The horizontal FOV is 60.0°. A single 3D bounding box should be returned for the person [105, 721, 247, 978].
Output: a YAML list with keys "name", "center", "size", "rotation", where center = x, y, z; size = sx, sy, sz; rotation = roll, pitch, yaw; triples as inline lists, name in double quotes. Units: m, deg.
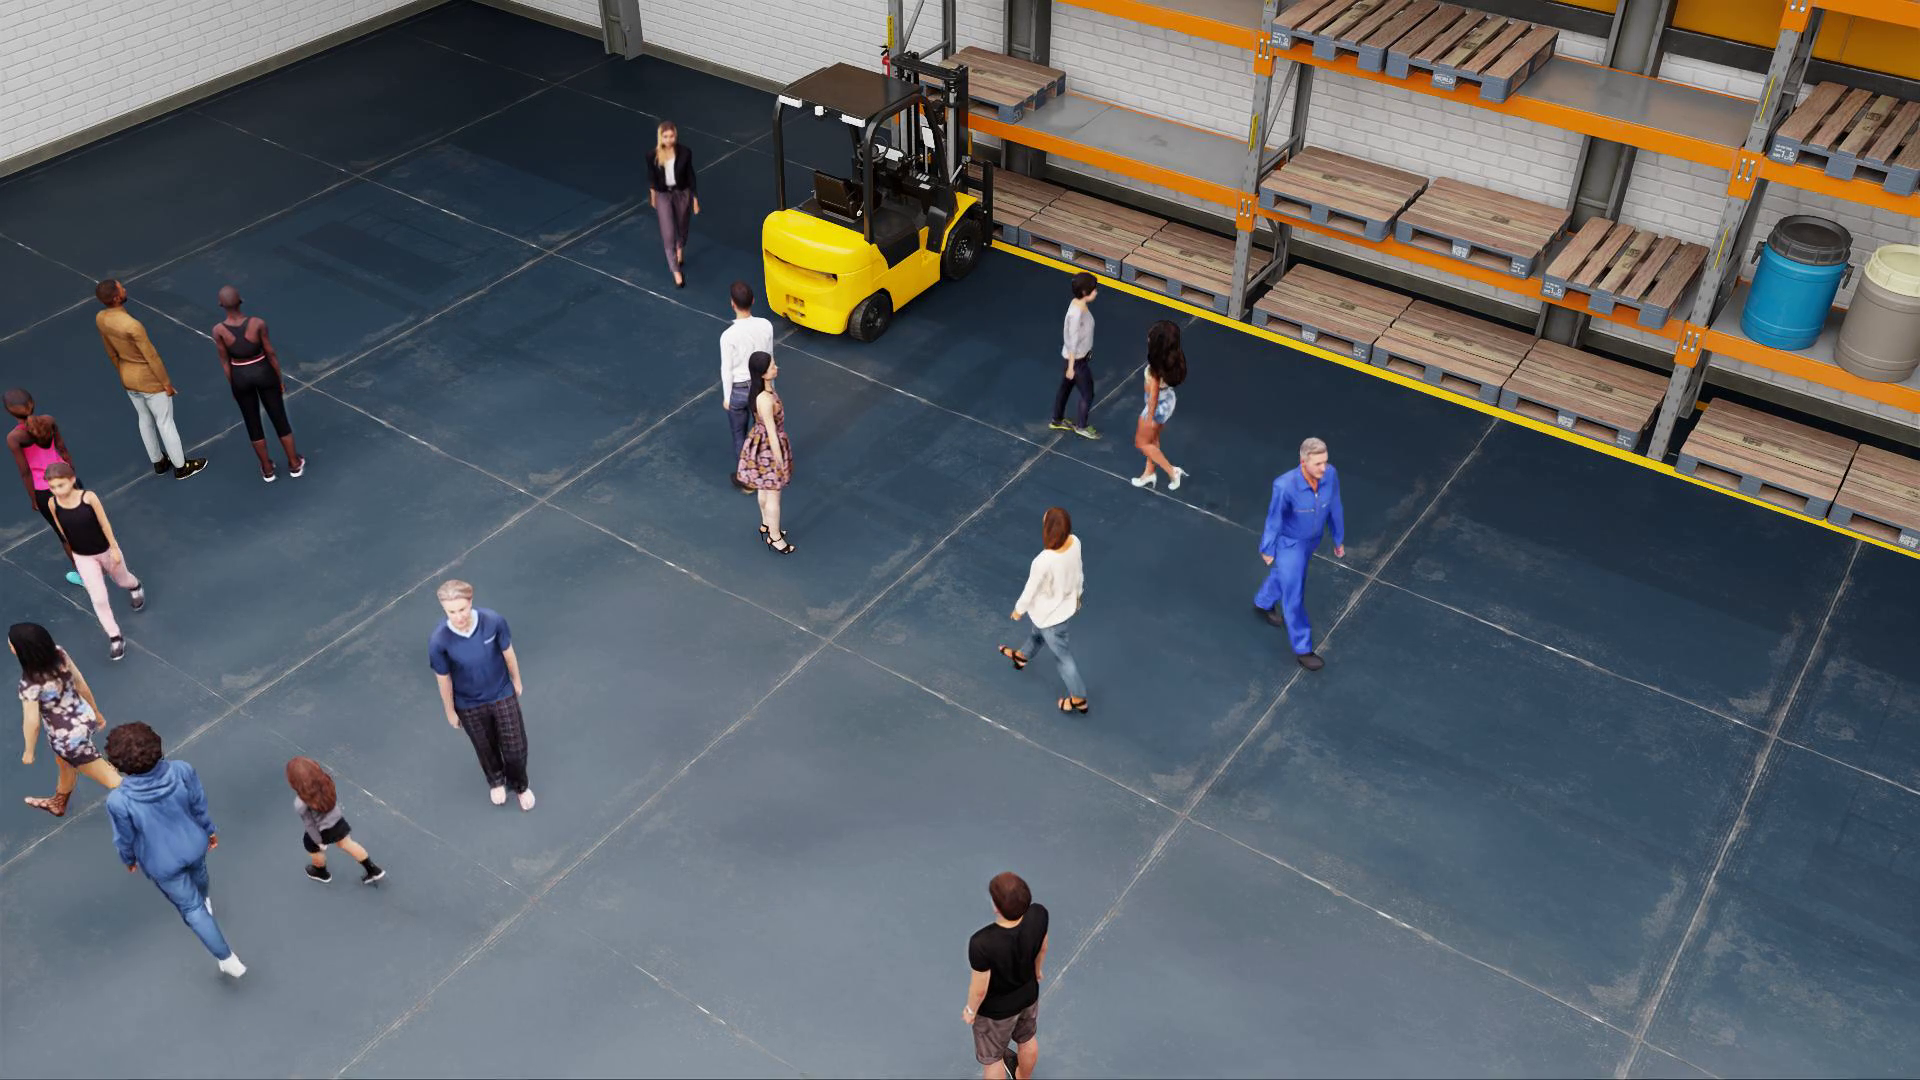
- name: "person"
  center: [-4.494, 1.814, 9.565]
  size: [1.180, 1.782, 0.799]
  rotation: [30, 48, 32]

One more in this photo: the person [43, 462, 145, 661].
- name: "person"
  center: [-6.205, 0.046, 11.977]
  size: [0.912, 1.535, 1.072]
  rotation: [-12, 40, -14]

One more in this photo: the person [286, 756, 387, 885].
- name: "person"
  center: [-3.864, 1.739, 10.217]
  size: [0.818, 1.086, 0.599]
  rotation: [12, 40, 15]

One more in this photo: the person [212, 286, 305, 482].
- name: "person"
  center: [-5.703, -1.263, 13.439]
  size: [0.659, 1.756, 0.687]
  rotation: [-15, 41, -18]

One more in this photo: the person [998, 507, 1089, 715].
- name: "person"
  center: [0.710, 0.524, 11.289]
  size: [1.027, 1.647, 0.611]
  rotation: [24, 45, 27]

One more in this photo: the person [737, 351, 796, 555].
- name: "person"
  center: [-1.449, -0.670, 12.683]
  size: [0.864, 1.773, 0.792]
  rotation: [-11, 40, -14]

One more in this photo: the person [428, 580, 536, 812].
- name: "person"
  center: [-3.056, 0.939, 10.603]
  size: [0.831, 1.853, 0.878]
  rotation: [-15, 41, -18]

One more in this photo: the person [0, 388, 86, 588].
- name: "person"
  center: [-6.733, -0.398, 12.382]
  size: [0.541, 1.723, 0.553]
  rotation: [22, 44, 25]

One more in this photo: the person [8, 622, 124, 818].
- name: "person"
  center: [-5.449, 1.229, 10.380]
  size: [1.195, 1.678, 1.039]
  rotation: [-1, 39, -2]

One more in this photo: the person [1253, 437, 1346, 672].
- name: "person"
  center: [2.345, -0.025, 11.862]
  size: [1.032, 1.788, 1.251]
  rotation: [-22, 44, -25]

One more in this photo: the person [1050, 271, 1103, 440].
- name: "person"
  center: [0.897, -1.553, 13.979]
  size: [0.799, 1.535, 0.711]
  rotation: [6, 39, 7]

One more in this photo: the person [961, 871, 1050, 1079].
- name: "person"
  center: [0.244, 2.397, 8.770]
  size: [0.735, 1.863, 0.690]
  rotation: [-26, 45, -29]

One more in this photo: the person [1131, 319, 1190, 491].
- name: "person"
  center: [1.637, -1.028, 13.256]
  size: [0.775, 1.617, 0.661]
  rotation: [13, 40, 16]

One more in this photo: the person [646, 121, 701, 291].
- name: "person"
  center: [-2.772, -3.305, 16.102]
  size: [1.025, 1.623, 1.128]
  rotation: [-9, 39, -11]

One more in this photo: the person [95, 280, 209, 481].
- name: "person"
  center: [-6.602, -1.296, 13.431]
  size: [0.570, 1.816, 0.739]
  rotation: [13, 41, 16]

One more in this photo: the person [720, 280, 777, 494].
- name: "person"
  center: [-1.672, -1.201, 13.276]
  size: [0.699, 1.861, 0.704]
  rotation: [-23, 44, -26]
